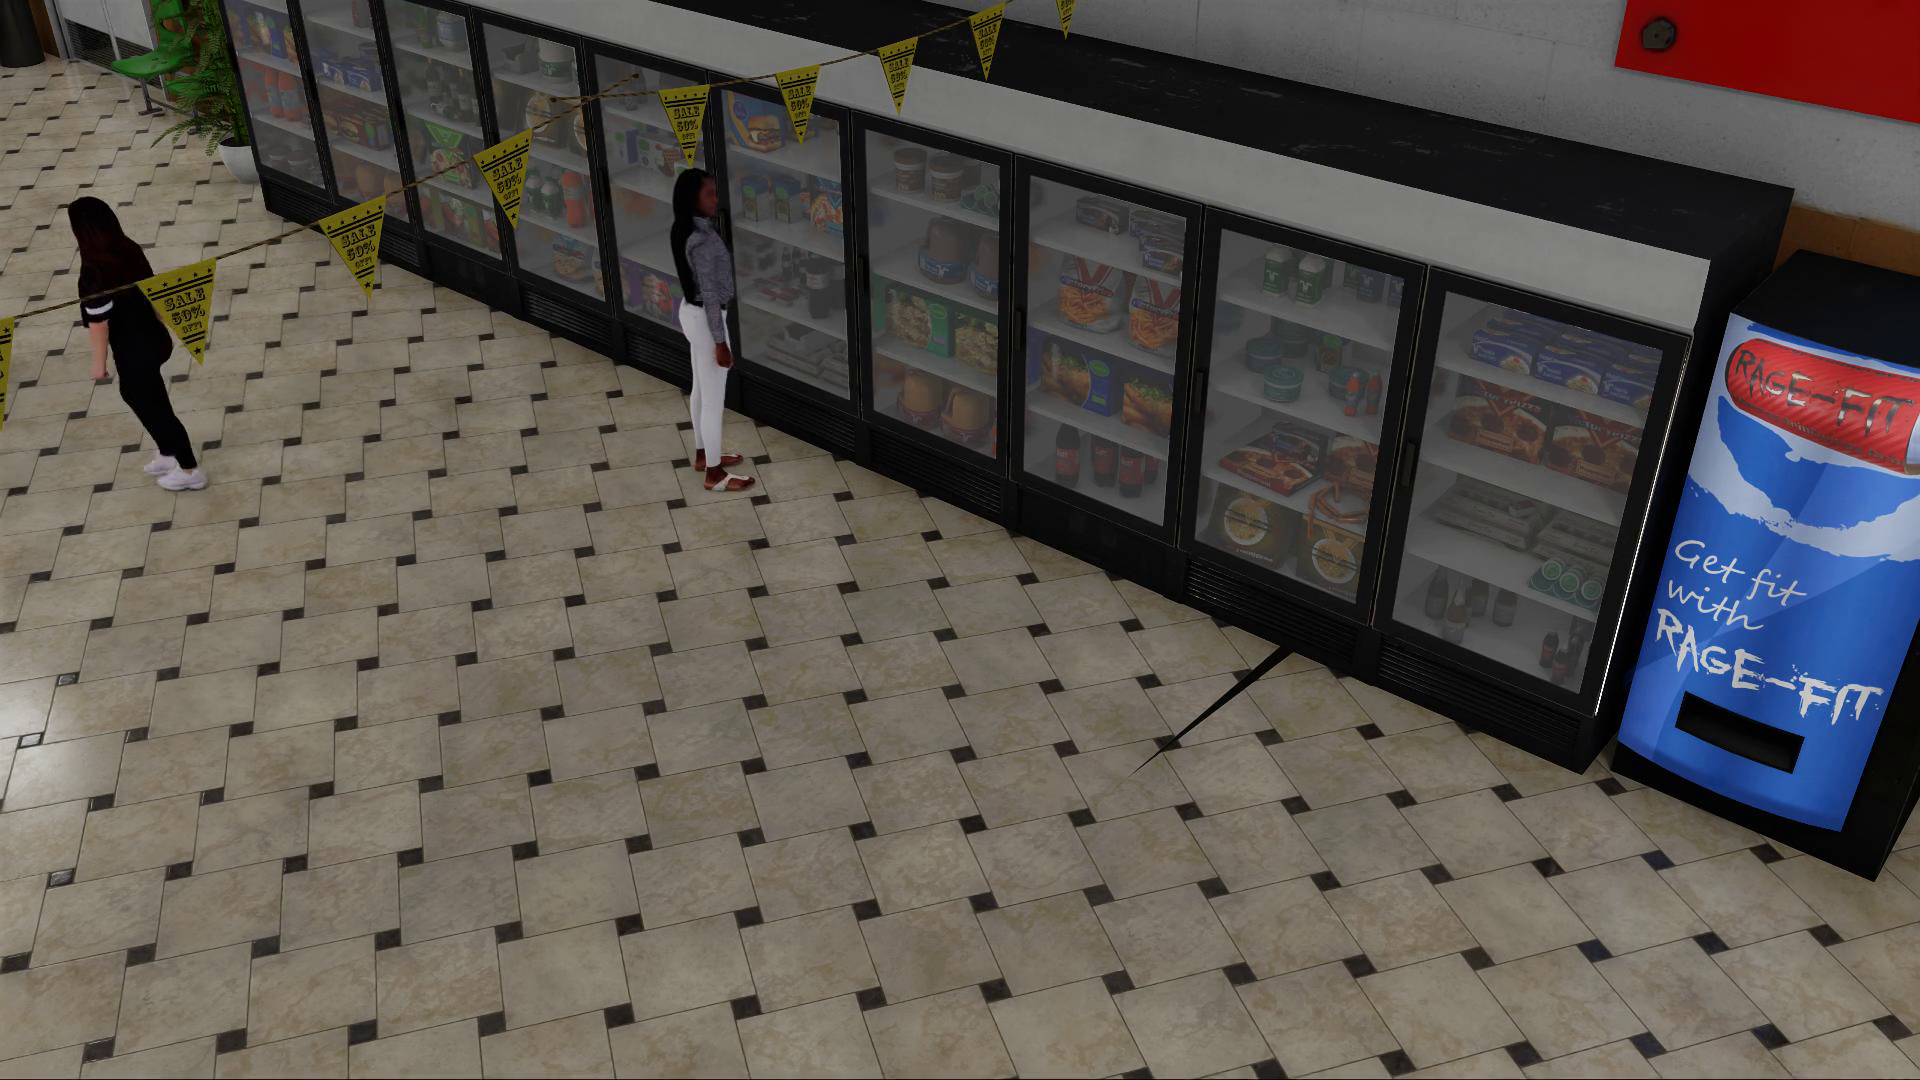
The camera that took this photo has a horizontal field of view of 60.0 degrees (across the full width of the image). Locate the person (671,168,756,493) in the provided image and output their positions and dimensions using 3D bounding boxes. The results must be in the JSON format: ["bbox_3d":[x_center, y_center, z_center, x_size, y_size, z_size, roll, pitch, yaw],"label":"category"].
[{"bbox_3d":[-1.319,-1.088,8.635,0.694,1.723,0.675,-9,33,-14],"label":"person"}]

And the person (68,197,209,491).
[{"bbox_3d":[-4.144,-0.971,8.538,0.783,1.627,0.706,2,32,3],"label":"person"}]
